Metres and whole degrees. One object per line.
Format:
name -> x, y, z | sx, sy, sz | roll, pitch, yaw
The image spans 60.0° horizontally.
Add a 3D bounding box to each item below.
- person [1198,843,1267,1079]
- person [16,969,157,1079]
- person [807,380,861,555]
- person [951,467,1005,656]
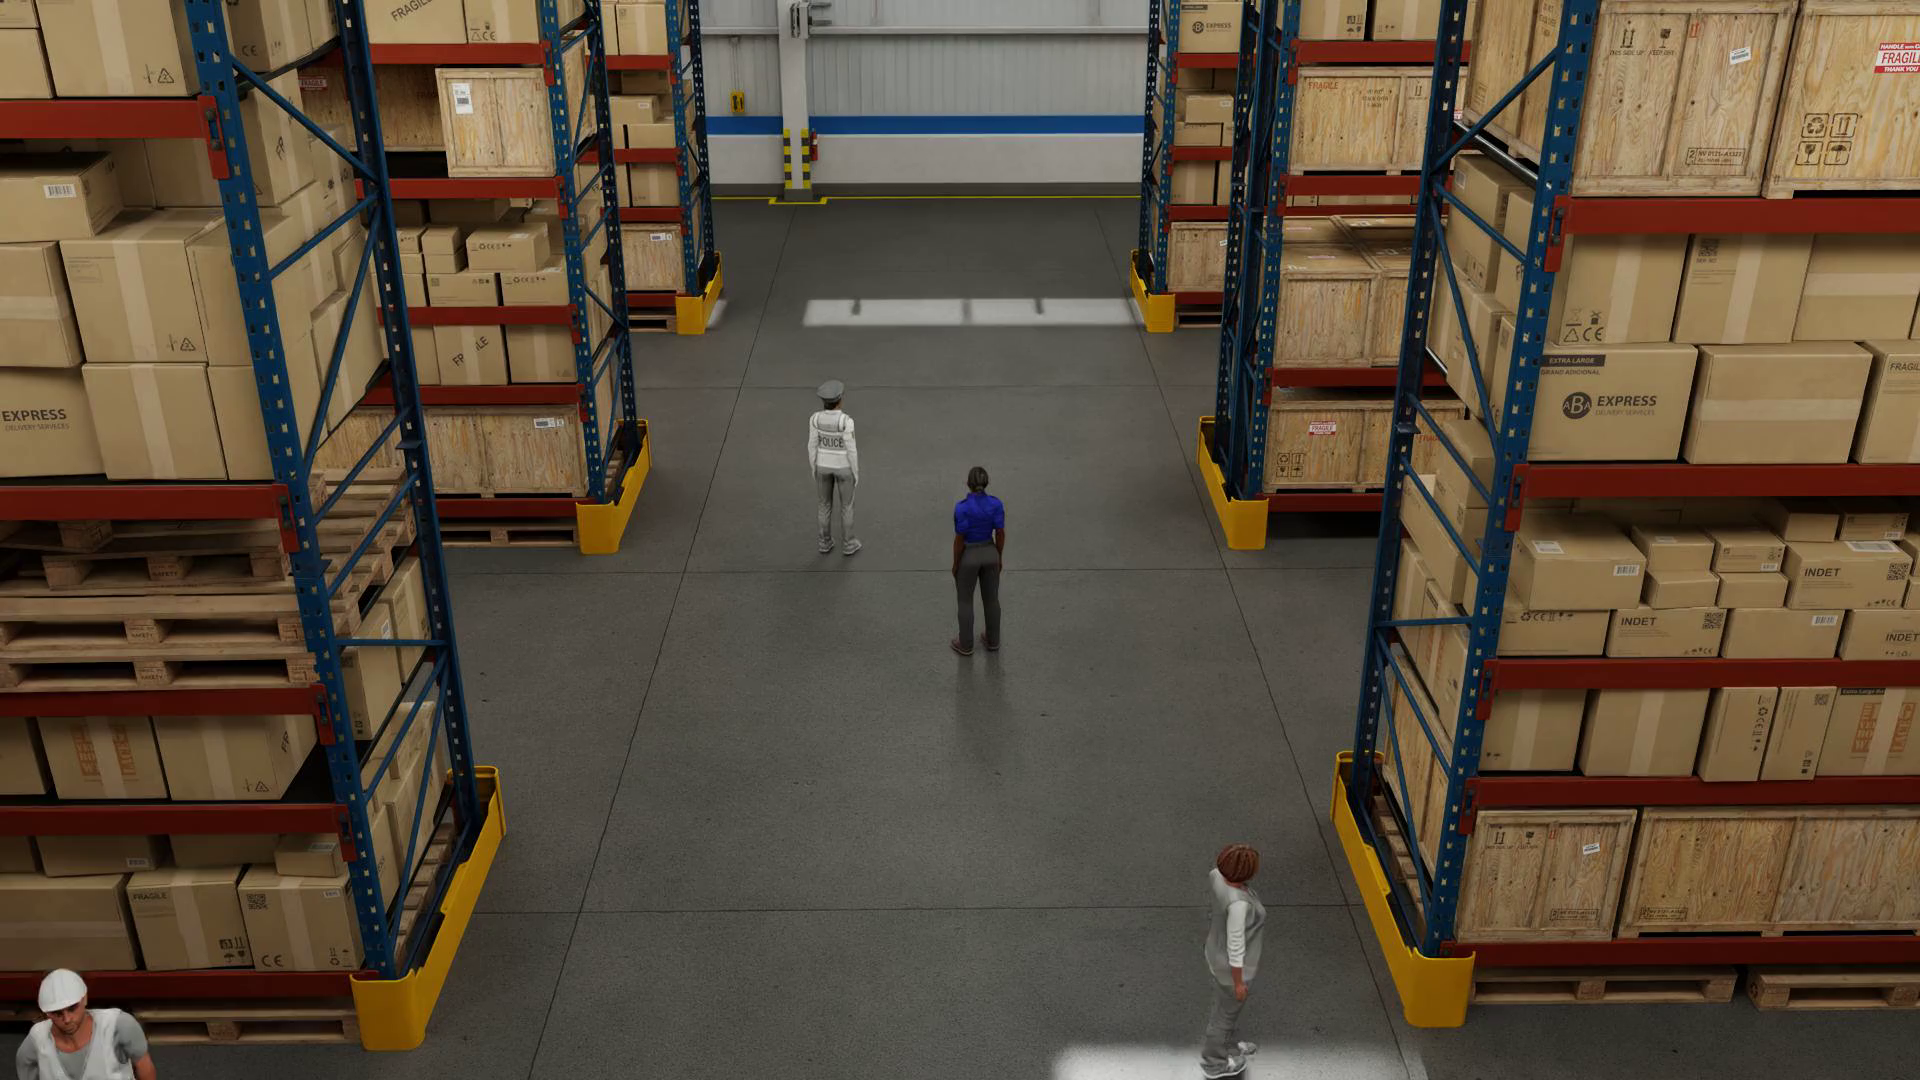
person -> 1.547, 2.320, 9.116 | 0.405, 1.615, 0.443 | -3, 25, -7
person -> -4.082, 2.808, 7.841 | 0.542, 1.750, 0.987 | -7, 26, -14
person -> -1.154, -0.669, 15.393 | 0.475, 1.691, 0.360 | 6, 26, 13
person -> 0.131, 0.153, 13.676 | 0.439, 1.659, 0.341 | -8, 26, -18
